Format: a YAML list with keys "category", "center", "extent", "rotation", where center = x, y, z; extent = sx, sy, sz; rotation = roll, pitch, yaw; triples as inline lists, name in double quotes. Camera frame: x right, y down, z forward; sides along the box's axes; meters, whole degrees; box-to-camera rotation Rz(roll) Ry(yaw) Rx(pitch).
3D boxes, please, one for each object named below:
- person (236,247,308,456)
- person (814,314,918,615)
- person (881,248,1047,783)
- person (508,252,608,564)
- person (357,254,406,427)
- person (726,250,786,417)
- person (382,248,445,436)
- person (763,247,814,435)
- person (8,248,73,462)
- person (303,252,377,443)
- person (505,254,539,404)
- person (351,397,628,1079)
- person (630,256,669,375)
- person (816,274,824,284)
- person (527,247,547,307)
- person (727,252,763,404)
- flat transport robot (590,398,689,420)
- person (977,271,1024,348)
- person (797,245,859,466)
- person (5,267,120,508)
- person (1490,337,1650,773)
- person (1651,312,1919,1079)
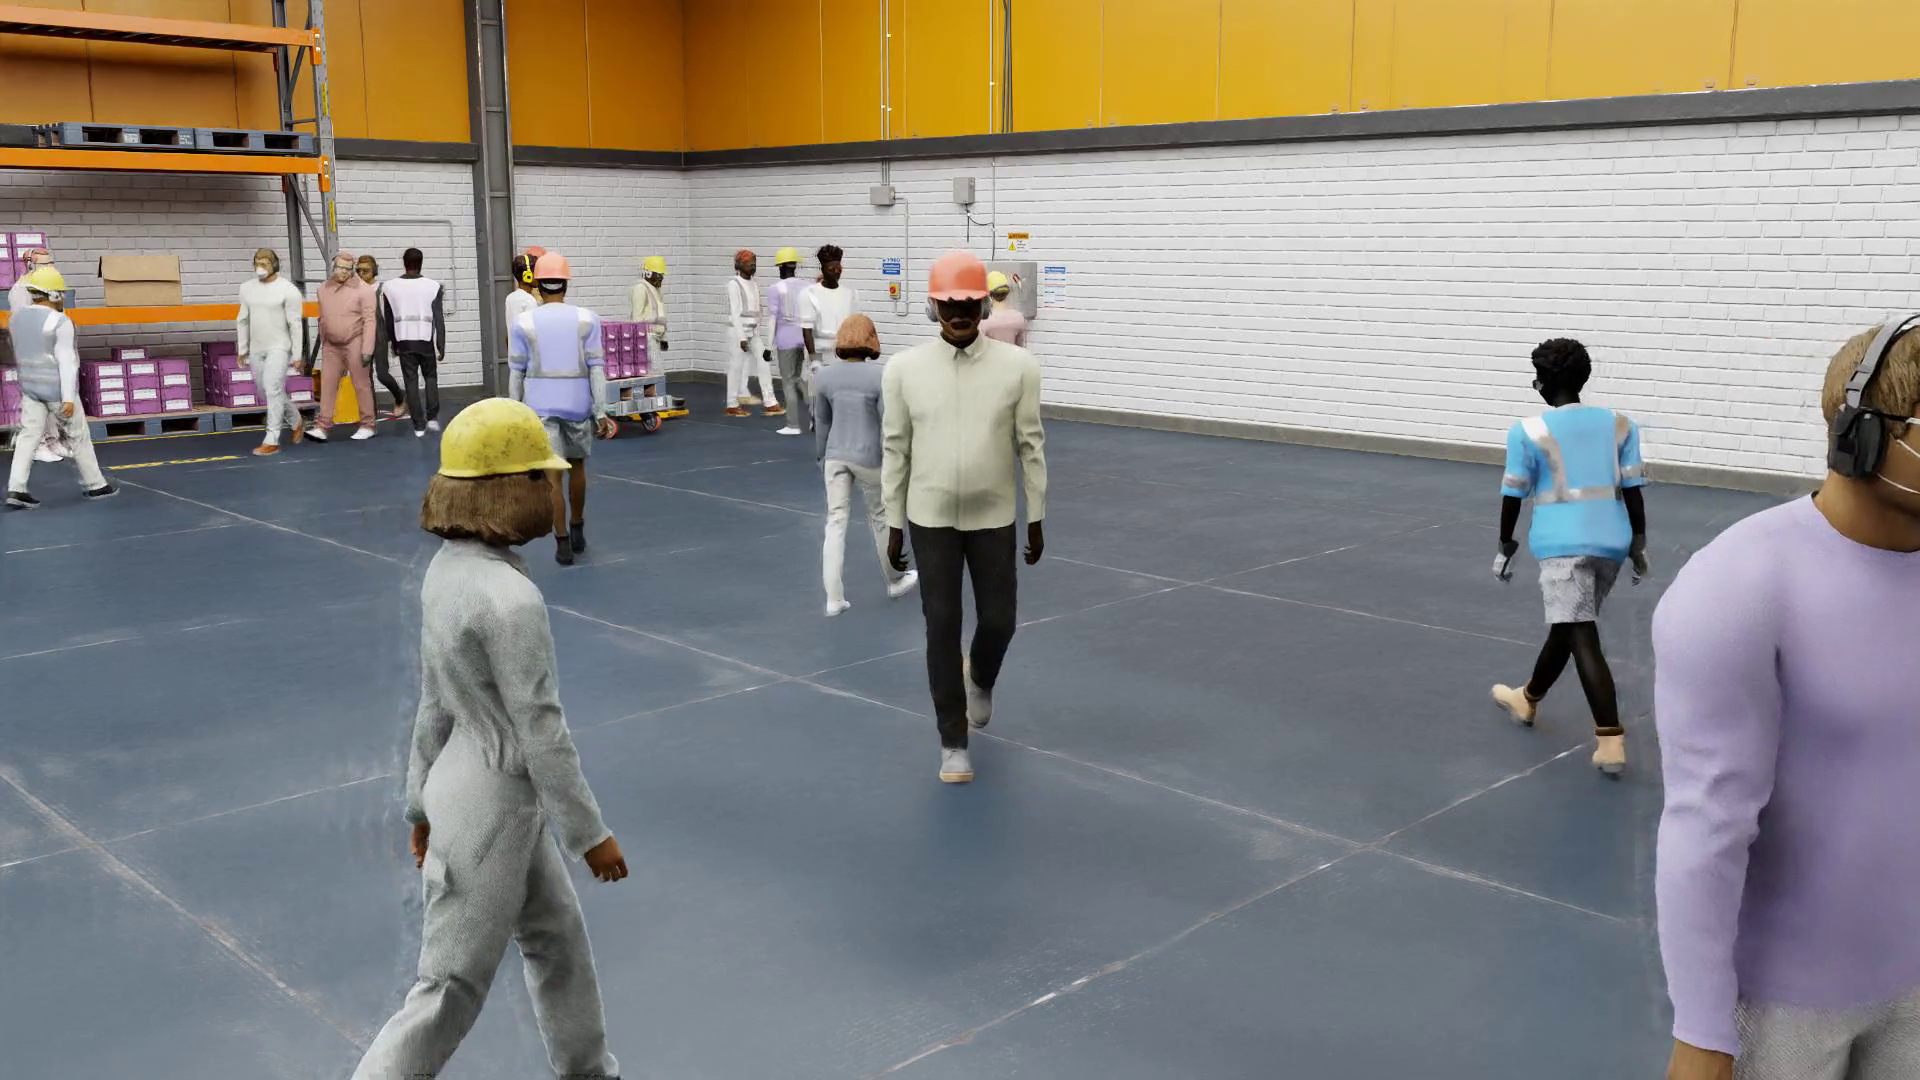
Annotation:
- category: "person"
  center: [-6.396, -1.772, 15.550]
  extent: [0.632, 1.918, 0.858]
  rotation: [3, 11, 17]
- category: "person"
  center: [-0.520, -0.424, 9.060]
  extent: [0.524, 1.595, 0.769]
  rotation: [4, 11, 22]
- category: "person"
  center: [0.008, -0.109, 6.307]
  extent: [0.630, 1.975, 0.624]
  rotation: [0, 10, -2]
- category: "person"
  center: [-2.532, -0.835, 10.442]
  extent: [0.578, 1.908, 0.808]
  rotation: [-3, 11, -18]
- category: "person"
  center: [-6.215, -2.117, 17.674]
  extent: [0.520, 1.825, 0.647]
  rotation: [2, 11, 10]
- category: "person"
  center: [-2.279, -2.266, 18.408]
  extent: [0.866, 1.852, 0.595]
  rotation: [5, 11, 23]
- category: "person"
  center: [-5.539, -2.013, 16.932]
  extent: [0.584, 1.891, 0.605]
  rotation: [-3, 11, -15]
- category: "person"
  center: [-1.690, -1.996, 16.809]
  extent: [0.491, 1.907, 0.583]
  rotation: [8, 13, 39]
- category: "person"
  center: [-8.243, -1.666, 14.996]
  extent: [0.399, 1.909, 0.642]
  rotation: [-1, 10, -4]
- category: "person"
  center: [-6.057, -1.864, 16.213]
  extent: [0.684, 1.854, 0.949]
  rotation: [3, 11, 14]
- category: "person"
  center: [-3.525, -1.391, 13.625]
  extent: [0.314, 1.860, 0.537]
  rotation: [-8, 13, -37]
- category: "person"
  center: [-1.000, 0.564, 3.384]
  extent: [0.863, 1.705, 0.489]
  rotation: [-5, 11, -25]
- category: "person"
  center: [-3.449, -2.266, 18.579]
  extent: [0.459, 1.793, 0.622]
  rotation: [1, 10, 4]
- category: "person"
  center: [-1.501, -2.245, 18.997]
  extent: [0.530, 1.608, 0.780]
  rotation: [0, 10, 0]
- category: "person"
  center: [-4.881, -2.404, 19.068]
  extent: [0.618, 1.893, 0.614]
  rotation: [-7, 13, -35]
- category: "person"
  center: [-2.584, -2.553, 20.028]
  extent: [0.429, 1.838, 0.620]
  rotation: [-2, 11, -9]
- category: "flat transport robot"
  center: [-3.791, -1.485, 18.469]
  extent: [1.431, 0.197, 0.652]
  rotation: [5, 11, 25]
- category: "person"
  center: [0.347, -1.320, 13.566]
  extent: [0.528, 1.742, 0.791]
  rotation: [-6, 12, -31]
- category: "person"
  center: [-1.080, -1.561, 14.340]
  extent: [0.604, 1.931, 0.780]
  rotation: [-5, 12, -25]
- category: "person"
  center: [-6.828, -1.138, 12.454]
  extent: [0.598, 1.792, 0.923]
  rotation: [3, 11, 15]
- category: "person"
  center: [2.375, 0.035, 6.468]
  extent: [0.540, 1.616, 0.947]
  rotation: [-3, 11, -14]
- category: "person"
  center: [1.237, 0.623, 2.470]
  extent: [0.635, 1.922, 0.757]
  rotation: [-4, 11, -19]
